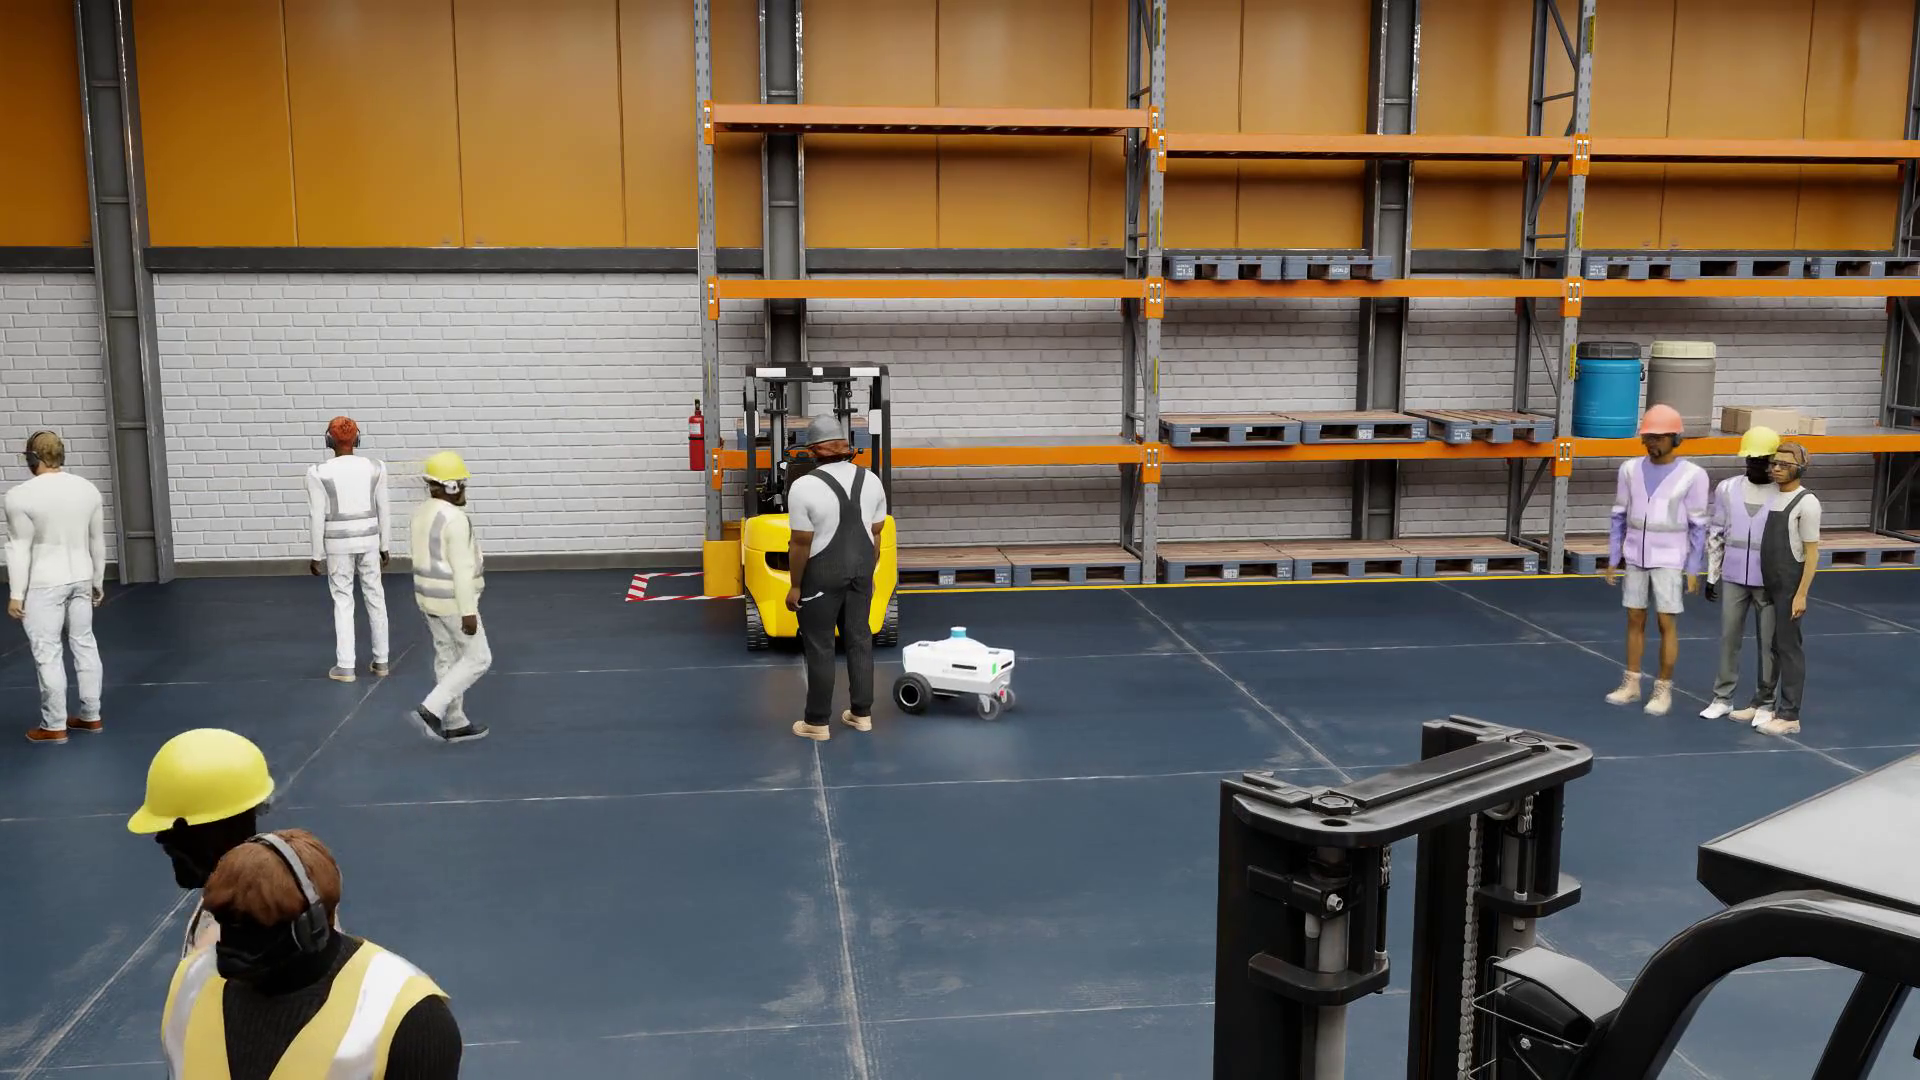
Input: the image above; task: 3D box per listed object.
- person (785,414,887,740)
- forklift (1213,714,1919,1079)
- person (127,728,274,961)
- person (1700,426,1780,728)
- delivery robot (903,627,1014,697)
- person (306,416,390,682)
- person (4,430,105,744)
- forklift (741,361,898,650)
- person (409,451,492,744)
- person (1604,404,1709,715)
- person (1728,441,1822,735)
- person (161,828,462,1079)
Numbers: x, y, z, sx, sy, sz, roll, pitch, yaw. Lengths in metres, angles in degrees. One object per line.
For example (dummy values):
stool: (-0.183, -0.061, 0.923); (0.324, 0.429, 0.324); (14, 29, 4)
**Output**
person: (-0.827, 0.214, 10.383); (0.676, 2.000, 0.536); (-7, 12, -38)
forklift: (1.441, 1.425, 2.350); (1.214, 2.155, 2.313); (-7, 12, -39)
person: (-1.540, 1.339, 3.777); (0.566, 1.908, 0.596); (-5, 10, -27)
person: (5.059, 0.235, 10.610); (0.594, 1.924, 0.382); (9, 13, 43)
delivery robot: (-0.009, 0.818, 10.949); (0.707, 0.478, 0.477); (4, 10, 25)
person: (-4.329, 0.064, 11.818); (0.575, 1.883, 0.362); (-7, 12, -38)
person: (-5.572, 0.288, 10.286); (0.380, 1.935, 0.636); (4, 10, 22)
forklift: (-1.154, -0.340, 13.365); (1.214, 2.155, 2.313); (-1, 9, -7)
person: (-3.124, 0.369, 10.098); (0.463, 1.818, 0.615); (-8, 12, -42)
person: (4.559, 0.124, 10.951); (0.391, 2.043, 0.614); (-7, 12, -39)
person: (5.156, 0.298, 10.469); (0.333, 1.844, 0.514); (-1, 9, -8)
person: (-1.297, 1.455, 3.279); (0.619, 1.839, 0.430); (2, 9, 11)
